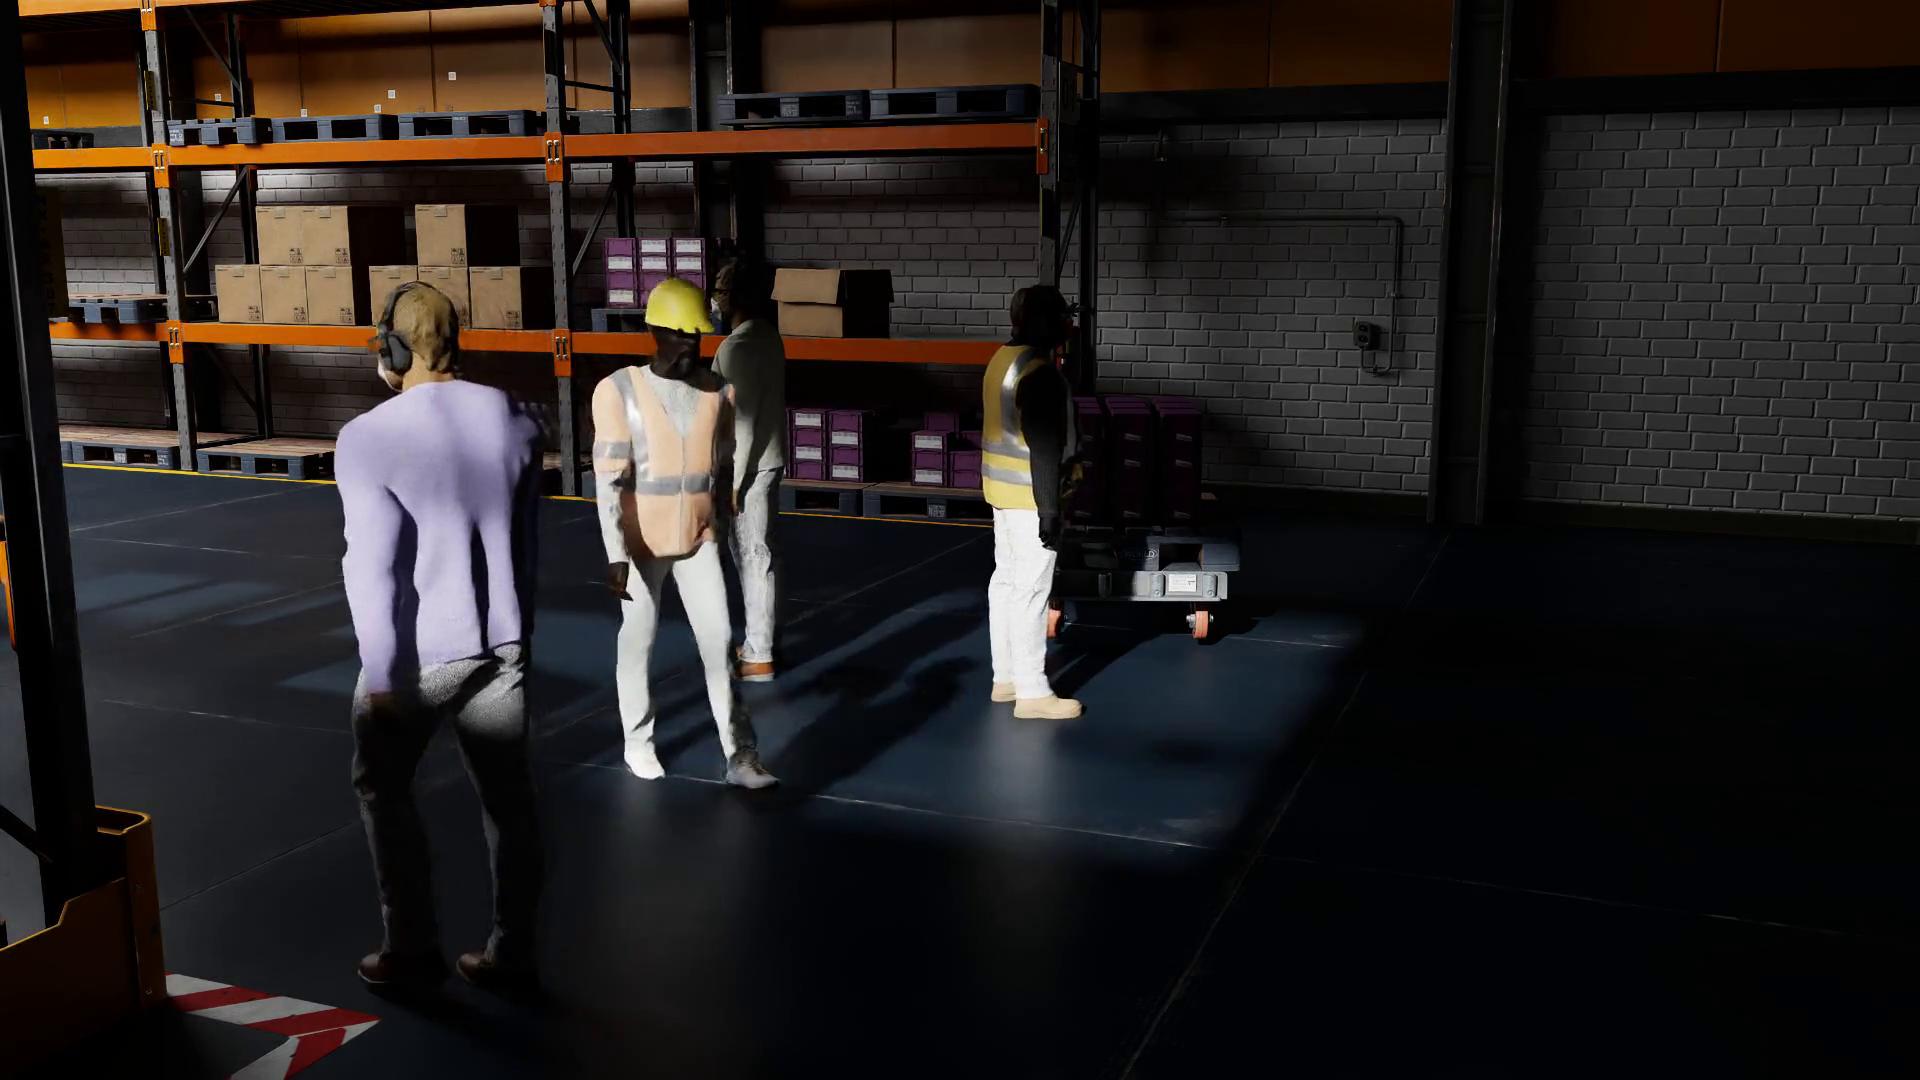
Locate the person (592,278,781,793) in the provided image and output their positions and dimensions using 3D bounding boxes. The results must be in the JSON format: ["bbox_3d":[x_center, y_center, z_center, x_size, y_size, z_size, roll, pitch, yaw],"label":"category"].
[{"bbox_3d":[-1.014,0.012,6.037,0.613,1.886,0.930,-7,12,-34],"label":"person"}]

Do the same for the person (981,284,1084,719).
[{"bbox_3d":[0.313,-0.166,7.143,0.430,1.844,0.624,-3,11,-15],"label":"person"}]

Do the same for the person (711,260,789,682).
[{"bbox_3d":[-0.983,-0.313,7.688,0.370,1.940,0.630,1,10,6],"label":"person"}]

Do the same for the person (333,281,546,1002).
[{"bbox_3d":[-1.381,0.285,4.430,0.641,1.919,0.650,8,13,39],"label":"person"}]
